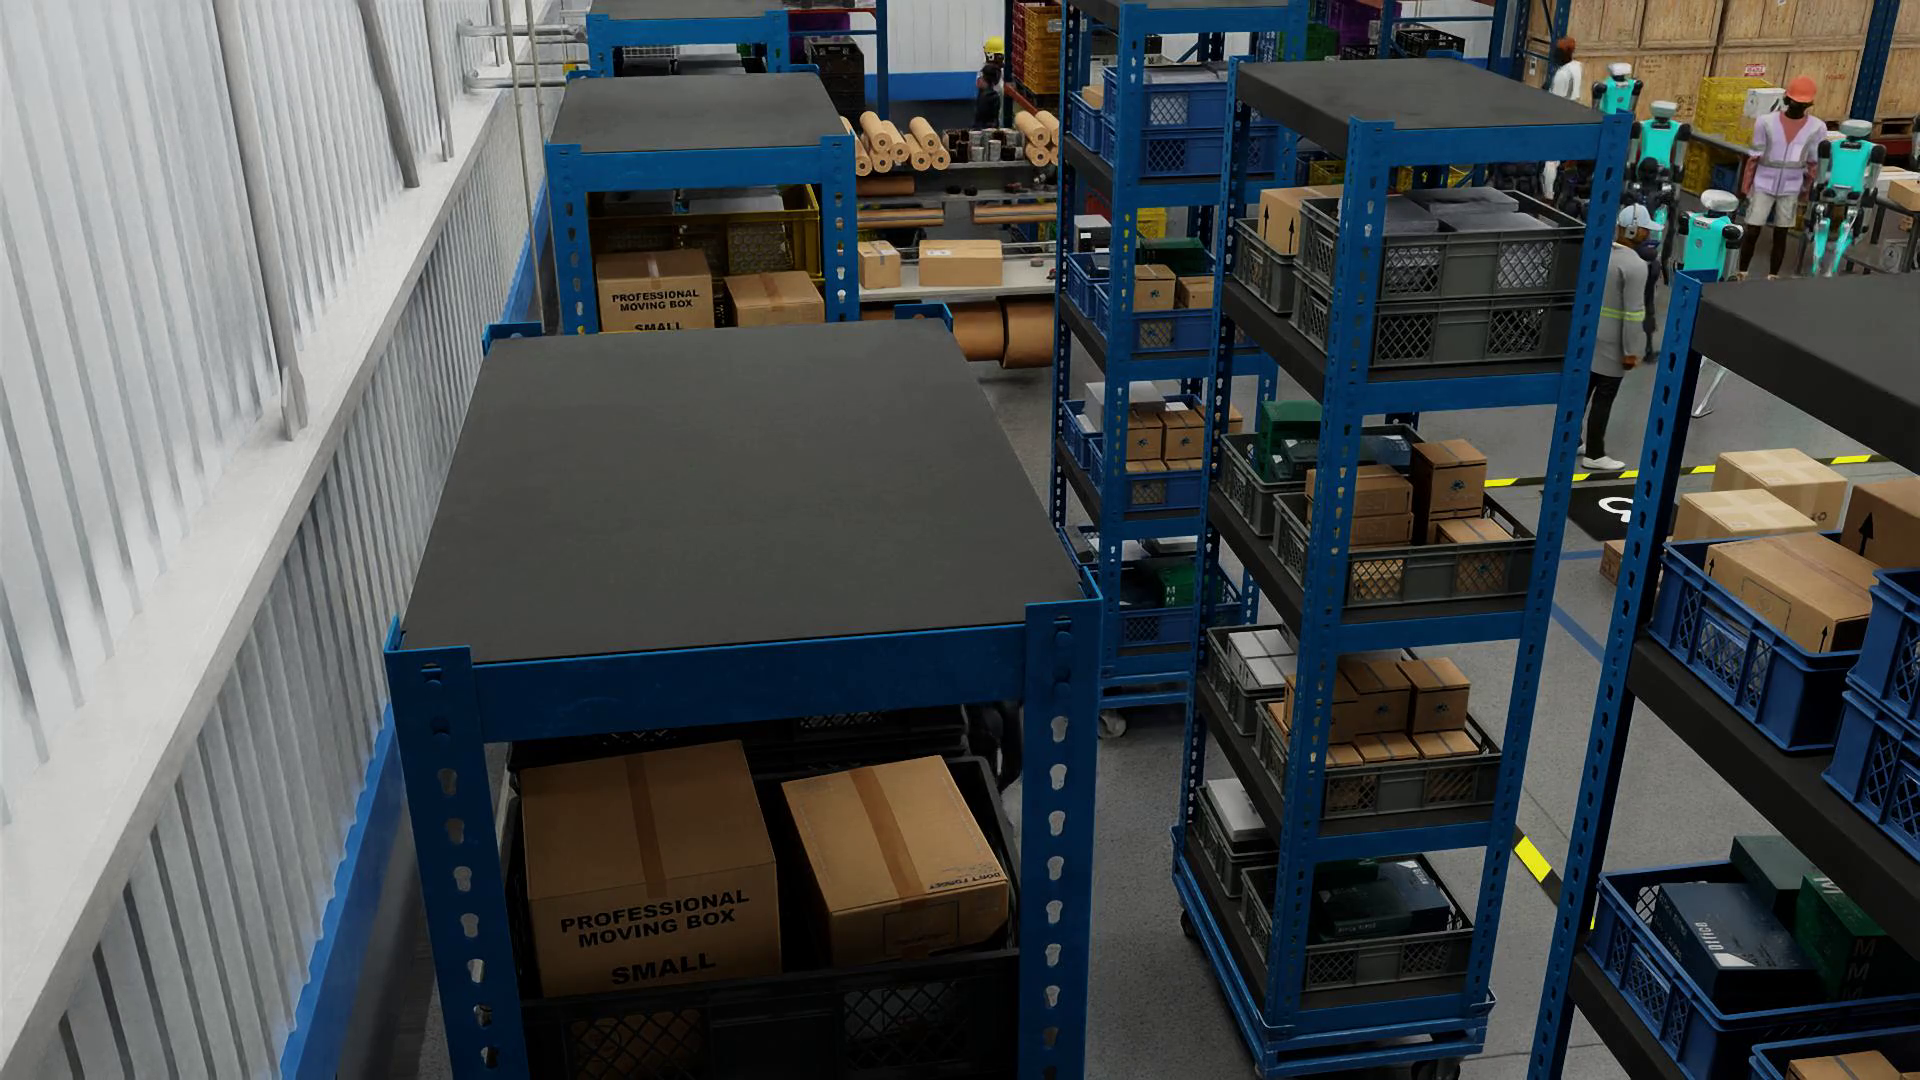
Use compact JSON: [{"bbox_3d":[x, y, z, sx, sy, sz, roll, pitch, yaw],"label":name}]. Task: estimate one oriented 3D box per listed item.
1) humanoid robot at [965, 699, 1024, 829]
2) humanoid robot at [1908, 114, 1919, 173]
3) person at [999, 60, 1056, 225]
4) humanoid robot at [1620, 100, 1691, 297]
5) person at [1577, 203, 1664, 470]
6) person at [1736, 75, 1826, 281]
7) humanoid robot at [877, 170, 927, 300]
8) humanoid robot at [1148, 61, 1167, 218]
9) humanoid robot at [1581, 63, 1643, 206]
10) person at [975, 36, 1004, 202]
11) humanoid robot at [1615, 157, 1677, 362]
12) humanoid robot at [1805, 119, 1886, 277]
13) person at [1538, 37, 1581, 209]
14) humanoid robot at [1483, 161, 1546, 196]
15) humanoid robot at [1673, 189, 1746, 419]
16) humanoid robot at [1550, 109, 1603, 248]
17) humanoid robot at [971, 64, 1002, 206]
[{"bbox_3d":[0.128,0.655,7.198,0.414,1.636,0.587,12,27,24],"label":"humanoid robot"},{"bbox_3d":[9.203,-3.209,15.587,0.539,1.817,0.821,0,25,-1],"label":"humanoid robot"},{"bbox_3d":[0.727,-4.234,17.637,0.639,1.833,0.429,7,26,14],"label":"person"},{"bbox_3d":[6.307,-3.046,15.214,0.531,1.837,0.670,8,26,16],"label":"humanoid robot"},{"bbox_3d":[4.488,-1.398,11.446,0.397,1.849,0.591,-6,25,-12],"label":"person"},{"bbox_3d":[7.444,-3.193,15.140,0.608,2.036,0.395,9,26,19],"label":"person"},{"bbox_3d":[-0.493,-2.176,13.360,0.586,1.640,0.609,20,32,37],"label":"humanoid robot"},{"bbox_3d":[2.035,-4.228,17.825,0.531,1.864,0.662,-18,30,-34],"label":"humanoid robot"},{"bbox_3d":[6.821,-4.259,17.787,0.570,1.722,0.975,-4,25,-8],"label":"humanoid robot"},{"bbox_3d":[0.376,-4.737,18.741,0.404,1.824,0.584,6,25,13],"label":"person"},{"bbox_3d":[5.557,-2.290,13.605,0.662,1.638,0.391,7,26,15],"label":"humanoid robot"},{"bbox_3d":[7.558,-2.714,14.427,0.536,1.775,0.652,19,31,35],"label":"humanoid robot"},{"bbox_3d":[6.645,-4.605,18.415,0.376,1.857,0.669,20,31,36],"label":"person"},{"bbox_3d":[5.533,-3.627,16.543,0.597,1.641,0.577,0,25,1],"label":"humanoid robot"},{"bbox_3d":[5.554,-1.737,12.157,0.735,1.677,0.533,-11,27,-23],"label":"humanoid robot"},{"bbox_3d":[5.805,-3.173,15.510,0.318,1.654,0.611,-22,32,-39],"label":"humanoid robot"},{"bbox_3d":[0.277,-4.289,17.938,0.363,1.645,0.593,-11,27,-22],"label":"humanoid robot"}]
